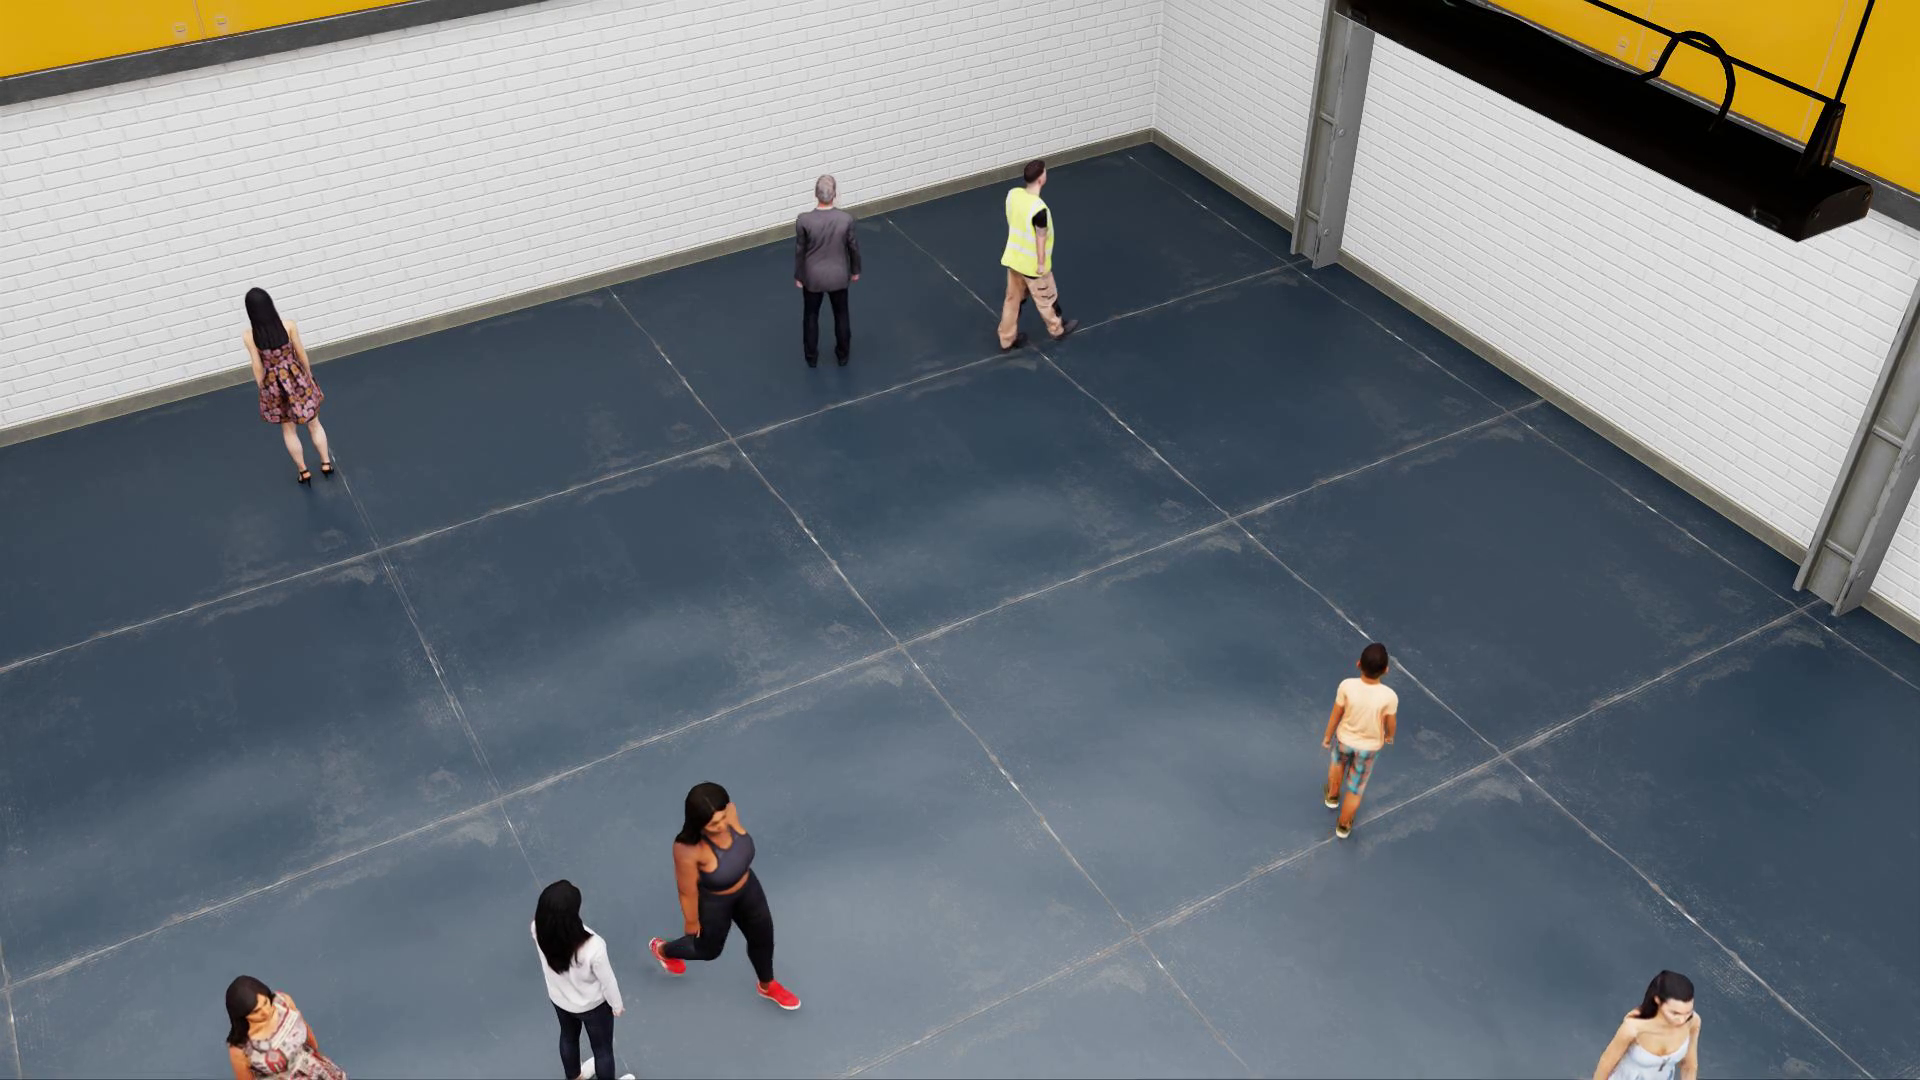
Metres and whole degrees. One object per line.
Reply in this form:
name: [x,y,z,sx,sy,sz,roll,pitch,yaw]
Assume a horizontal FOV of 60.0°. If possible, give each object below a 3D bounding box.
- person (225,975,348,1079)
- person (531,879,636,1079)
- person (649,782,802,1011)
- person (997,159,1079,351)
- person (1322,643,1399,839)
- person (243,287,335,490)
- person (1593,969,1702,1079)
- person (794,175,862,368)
person: [-3.430,2.695,8.356,0.990,1.631,0.908,15,41,17]
person: [-2.000,2.380,8.695,0.663,1.700,0.749,15,41,18]
person: [-1.395,1.944,9.174,1.252,1.783,1.061,17,42,20]
person: [0.566,-2.468,14.673,0.872,1.815,1.004,-26,45,-29]
person: [2.451,1.288,10.264,0.726,1.448,0.778,16,41,19]
person: [-5.313,-1.203,13.122,0.672,1.774,0.675,-23,44,-26]
person: [3.344,2.662,8.360,0.747,1.677,1.183,-11,40,-14]
person: [-1.148,-2.303,14.453,0.854,1.833,0.804,-6,39,-8]
